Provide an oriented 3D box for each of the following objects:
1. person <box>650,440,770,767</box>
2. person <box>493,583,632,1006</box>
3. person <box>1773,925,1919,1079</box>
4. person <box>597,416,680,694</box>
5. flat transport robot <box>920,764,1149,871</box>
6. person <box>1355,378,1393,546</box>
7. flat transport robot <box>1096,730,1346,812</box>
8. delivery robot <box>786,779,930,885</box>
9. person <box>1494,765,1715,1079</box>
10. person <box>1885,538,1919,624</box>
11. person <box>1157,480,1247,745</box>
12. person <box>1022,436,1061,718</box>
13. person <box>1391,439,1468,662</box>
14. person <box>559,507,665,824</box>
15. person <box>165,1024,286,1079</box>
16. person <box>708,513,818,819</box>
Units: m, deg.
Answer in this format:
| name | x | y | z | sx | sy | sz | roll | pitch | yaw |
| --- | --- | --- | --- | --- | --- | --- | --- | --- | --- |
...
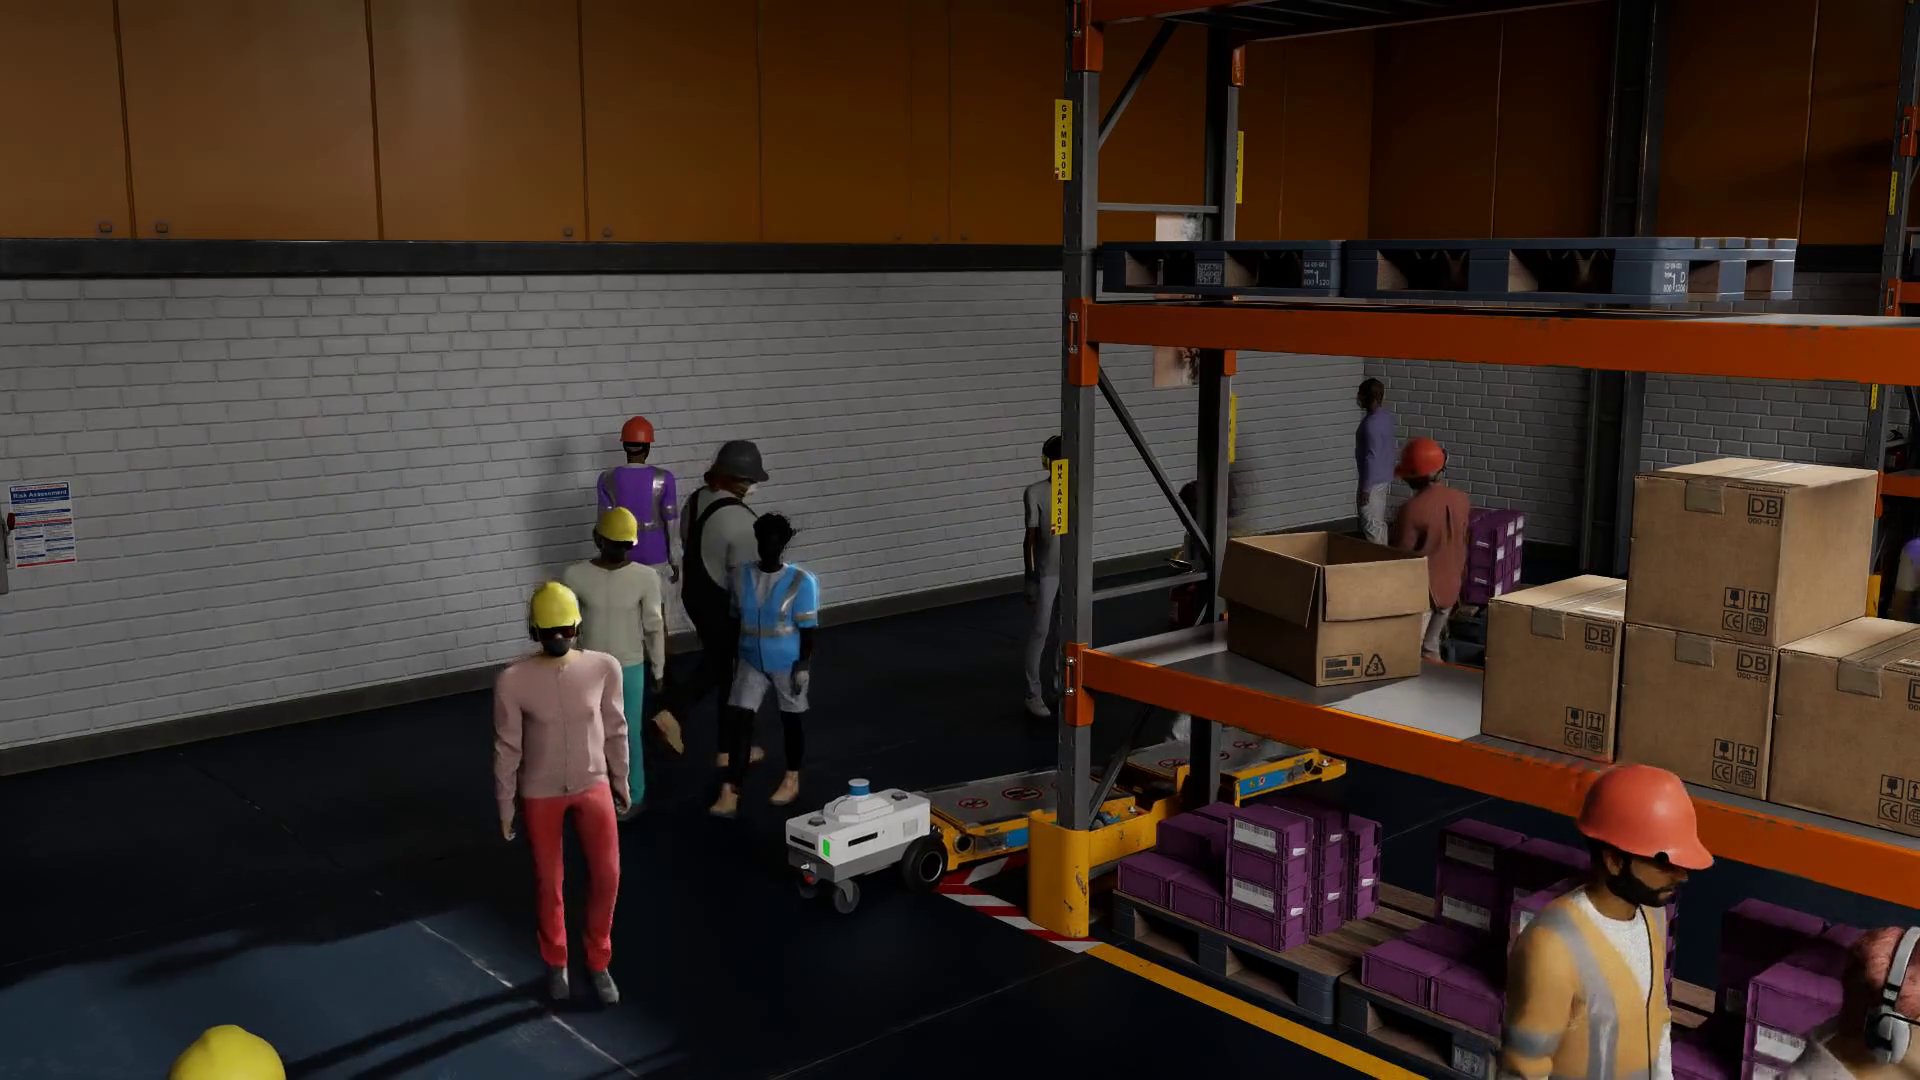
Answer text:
| name | x | y | z | sx | sy | sz | roll | pitch | yaw |
| --- | --- | --- | --- | --- | --- | --- | --- | --- | --- |
| person | -1.382 | 0.369 | 9.718 | 0.664 | 2.000 | 0.721 | -7 | 12 | -37 |
| person | -1.580 | 1.034 | 6.674 | 0.559 | 1.746 | 0.569 | -4 | 11 | -23 |
| person | 1.602 | 1.579 | 3.164 | 0.643 | 1.863 | 0.953 | -9 | 13 | -42 |
| person | -2.220 | 0.110 | 11.538 | 0.552 | 1.935 | 0.370 | -1 | 10 | -4 |
| flat transport robot | 0.257 | 1.431 | 8.677 | 1.431 | 0.197 | 0.652 | -6 | 11 | -30 |
| person | 3.748 | -0.505 | 15.131 | 0.353 | 1.937 | 0.635 | 4 | 11 | 23 |
| flat transport robot | 1.476 | 1.297 | 9.456 | 1.431 | 0.197 | 0.652 | -7 | 12 | -37 |
| delivery robot | -0.479 | 1.377 | 7.885 | 0.707 | 0.478 | 0.477 | -9 | 13 | -44 |
| person | 1.495 | 1.428 | 4.021 | 1.021 | 1.880 | 0.548 | 9 | 13 | 43 |
| person | 5.447 | 0.592 | 9.182 | 0.565 | 1.789 | 1.014 | -1 | 10 | -5 |
| person | 1.546 | 0.500 | 9.888 | 1.126 | 1.744 | 0.640 | -2 | 10 | -13 |
| person | 0.639 | 0.231 | 11.032 | 0.534 | 1.868 | 0.309 | -7 | 12 | -35 |
| person | 2.884 | 0.324 | 10.333 | 0.651 | 1.934 | 0.631 | -6 | 12 | -33 |
| person | -1.850 | 0.679 | 8.805 | 0.563 | 1.743 | 0.392 | -3 | 10 | -17 |
| person | -1.199 | 1.681 | 2.844 | 0.533 | 1.767 | 0.325 | -8 | 13 | -39 |
| person | -1.061 | 0.688 | 8.937 | 0.543 | 1.658 | 0.822 | 3 | 10 | 19 |
